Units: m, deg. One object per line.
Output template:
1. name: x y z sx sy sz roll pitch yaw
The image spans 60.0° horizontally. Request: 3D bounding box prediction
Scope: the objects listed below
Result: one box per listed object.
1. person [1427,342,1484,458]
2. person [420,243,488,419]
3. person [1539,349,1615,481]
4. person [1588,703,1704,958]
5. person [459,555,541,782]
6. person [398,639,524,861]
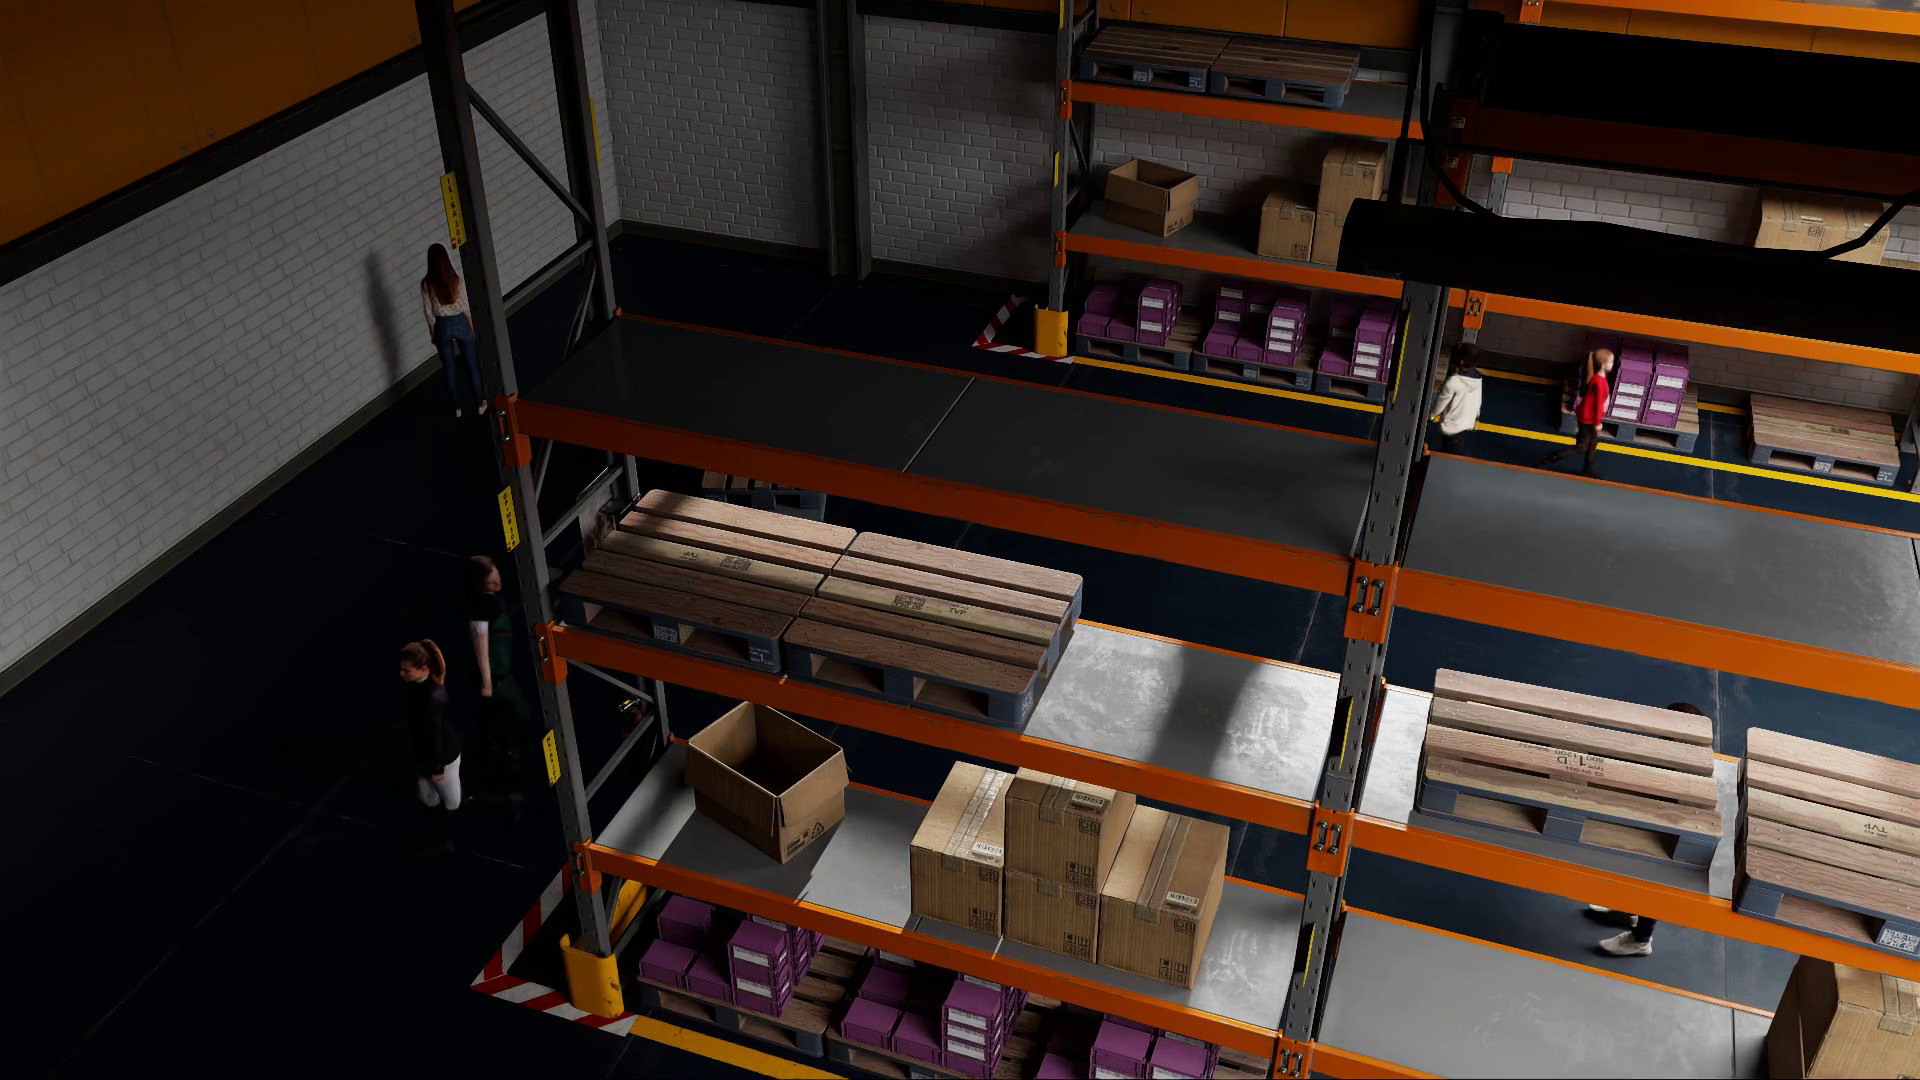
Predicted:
1. person: 4.314 -0.967 14.244 0.873 1.427 1.030 -24 40 -31
2. person: -4.714 -1.946 15.444 0.611 1.728 0.712 -7 34 -10
3. person: 5.459 -1.076 14.550 0.839 1.269 0.514 9 35 13
4. person: 4.121 1.709 9.834 0.634 1.851 0.713 5 34 7
5. person: -3.192 0.849 11.160 0.842 1.816 0.779 -22 39 -29
6. person: -3.210 1.337 10.517 0.957 1.714 0.981 -19 38 -26
